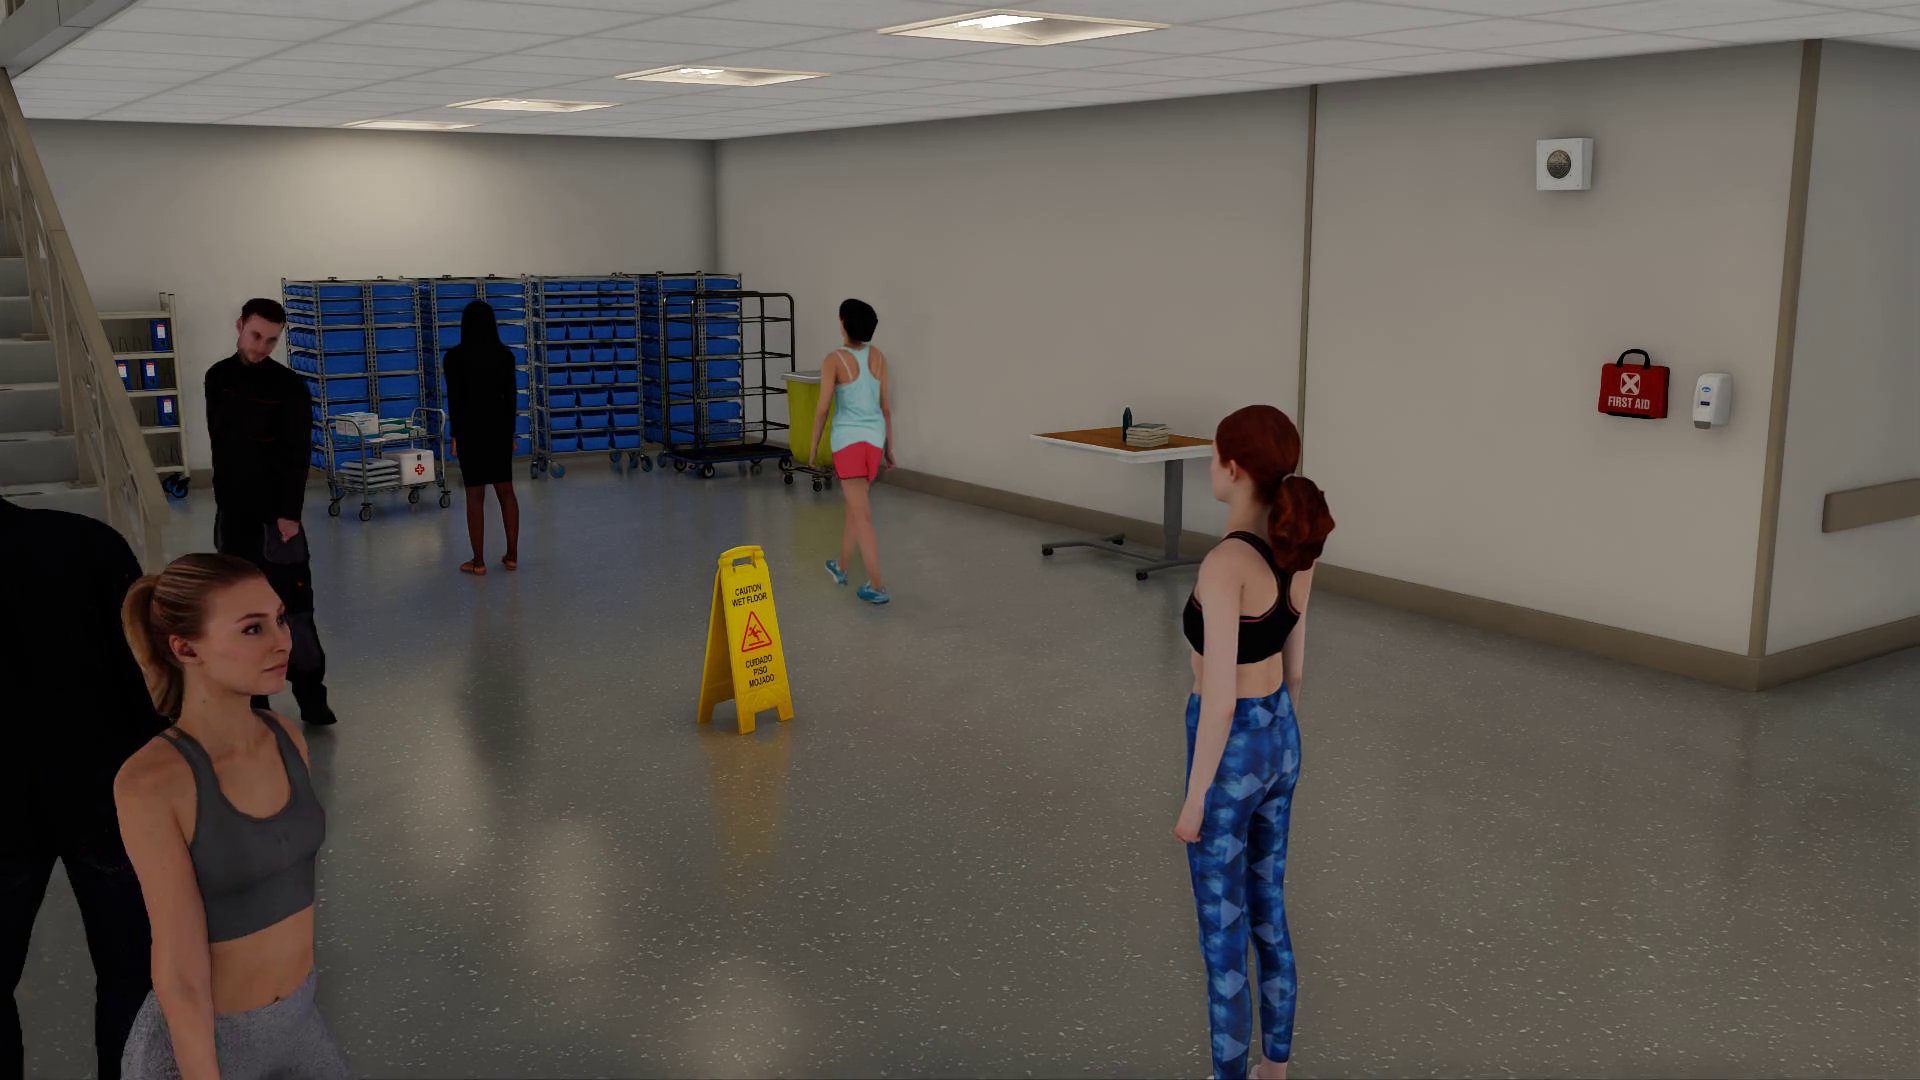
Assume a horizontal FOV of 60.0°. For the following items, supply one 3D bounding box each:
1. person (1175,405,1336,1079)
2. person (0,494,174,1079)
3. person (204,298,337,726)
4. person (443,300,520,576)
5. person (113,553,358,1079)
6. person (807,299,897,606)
[{"bbox_3d":[0.655,0.573,3.864,0.651,1.785,0.622,10,14,41],"label":"person"},{"bbox_3d":[-1.925,0.619,3.617,0.882,1.787,0.722,-1,11,-4],"label":"person"},{"bbox_3d":[-3.085,-0.114,7.241,0.804,1.876,1.008,8,13,36],"label":"person"},{"bbox_3d":[-3.002,-0.652,10.496,0.620,1.720,0.518,-8,14,-38],"label":"person"},{"bbox_3d":[-1.232,0.852,2.658,0.883,1.687,0.792,4,12,21],"label":"person"},{"bbox_3d":[-0.547,-0.486,9.563,0.612,1.740,0.993,-7,13,-34],"label":"person"}]
